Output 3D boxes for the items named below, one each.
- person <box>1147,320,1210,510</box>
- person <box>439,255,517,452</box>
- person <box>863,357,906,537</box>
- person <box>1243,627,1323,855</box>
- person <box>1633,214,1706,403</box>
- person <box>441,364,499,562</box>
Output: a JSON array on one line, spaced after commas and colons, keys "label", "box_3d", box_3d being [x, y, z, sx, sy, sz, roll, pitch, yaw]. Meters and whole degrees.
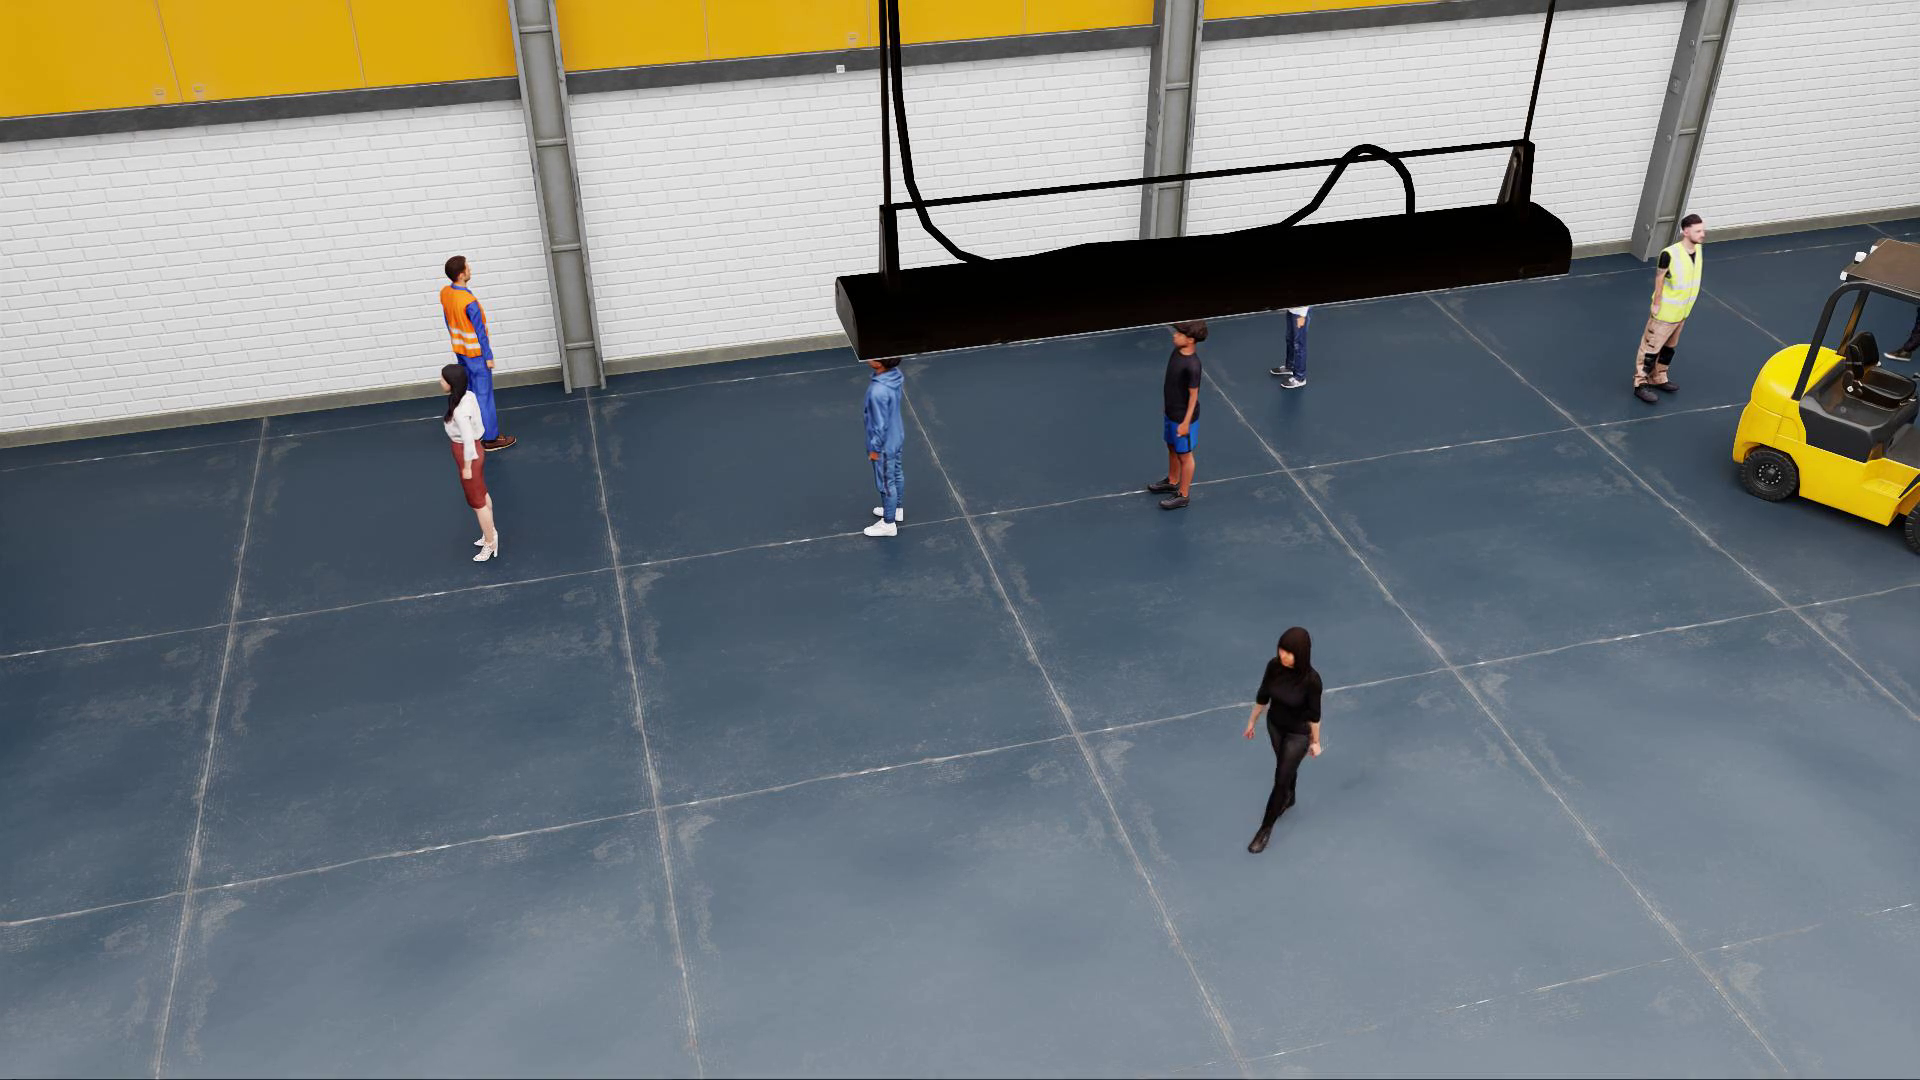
[{"label": "person", "box_3d": [1.887, -1.107, 14.123, 0.562, 1.800, 0.595, -8, 34, -12]}, {"label": "person", "box_3d": [-4.382, -1.683, 14.932, 0.788, 1.863, 0.809, 25, 41, 33]}, {"label": "person", "box_3d": [-0.617, -0.873, 13.759, 0.755, 1.811, 0.762, 8, 34, 11]}, {"label": "person", "box_3d": [2.188, 1.199, 10.822, 0.892, 1.611, 1.033, 28, 43, 36]}, {"label": "person", "box_3d": [6.751, -2.226, 15.763, 0.774, 1.847, 0.861, -21, 39, -29]}, {"label": "person", "box_3d": [-3.963, -0.632, 13.452, 0.522, 1.751, 0.613, -6, 34, -9]}]
